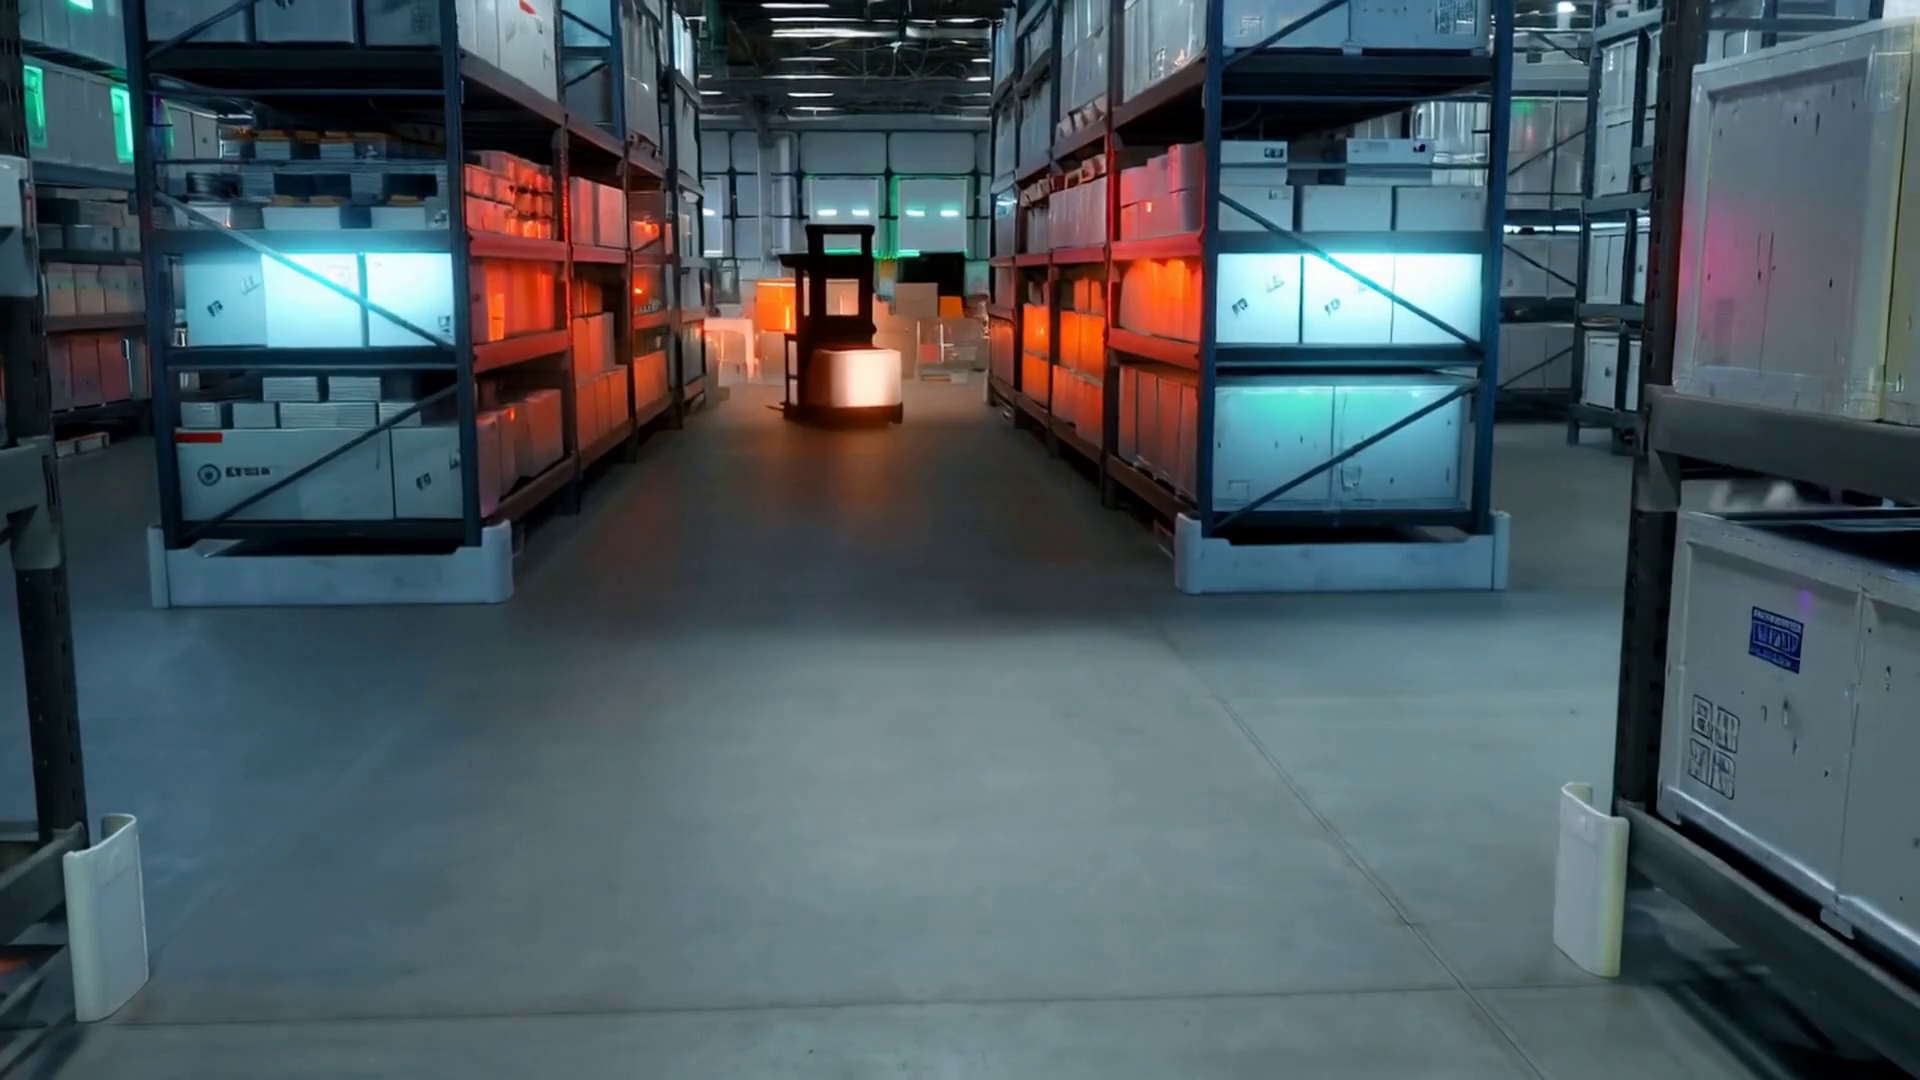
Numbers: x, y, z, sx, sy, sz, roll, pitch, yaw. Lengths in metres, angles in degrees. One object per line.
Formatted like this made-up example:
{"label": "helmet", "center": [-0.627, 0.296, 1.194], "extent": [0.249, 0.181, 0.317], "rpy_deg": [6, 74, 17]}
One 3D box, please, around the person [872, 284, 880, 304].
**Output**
{"label": "person", "center": [-3.064, -8.063, 58.096], "extent": [0.728, 1.865, 0.951], "rpy_deg": [7, 11, 36]}

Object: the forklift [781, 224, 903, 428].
{"label": "forklift", "center": [-1.664, -3.050, 23.480], "extent": [1.129, 2.768, 1.873], "rpy_deg": [-5, 10, -29]}

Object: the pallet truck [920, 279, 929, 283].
{"label": "pallet truck", "center": [-0.932, -8.922, 63.114], "extent": [1.885, 1.965, 0.823], "rpy_deg": [2, 9, 13]}

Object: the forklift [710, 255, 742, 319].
{"label": "forklift", "center": [-8.274, -8.634, 58.542], "extent": [1.129, 2.768, 1.873], "rpy_deg": [-3, 10, -19]}

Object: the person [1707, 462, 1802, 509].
{"label": "person", "center": [2.866, 0.324, 5.949], "extent": [0.647, 1.722, 0.489], "rpy_deg": [-1, 9, -4]}

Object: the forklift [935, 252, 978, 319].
{"label": "forklift", "center": [-0.304, -7.584, 51.949], "extent": [1.129, 2.768, 1.873], "rpy_deg": [-5, 10, -30]}
